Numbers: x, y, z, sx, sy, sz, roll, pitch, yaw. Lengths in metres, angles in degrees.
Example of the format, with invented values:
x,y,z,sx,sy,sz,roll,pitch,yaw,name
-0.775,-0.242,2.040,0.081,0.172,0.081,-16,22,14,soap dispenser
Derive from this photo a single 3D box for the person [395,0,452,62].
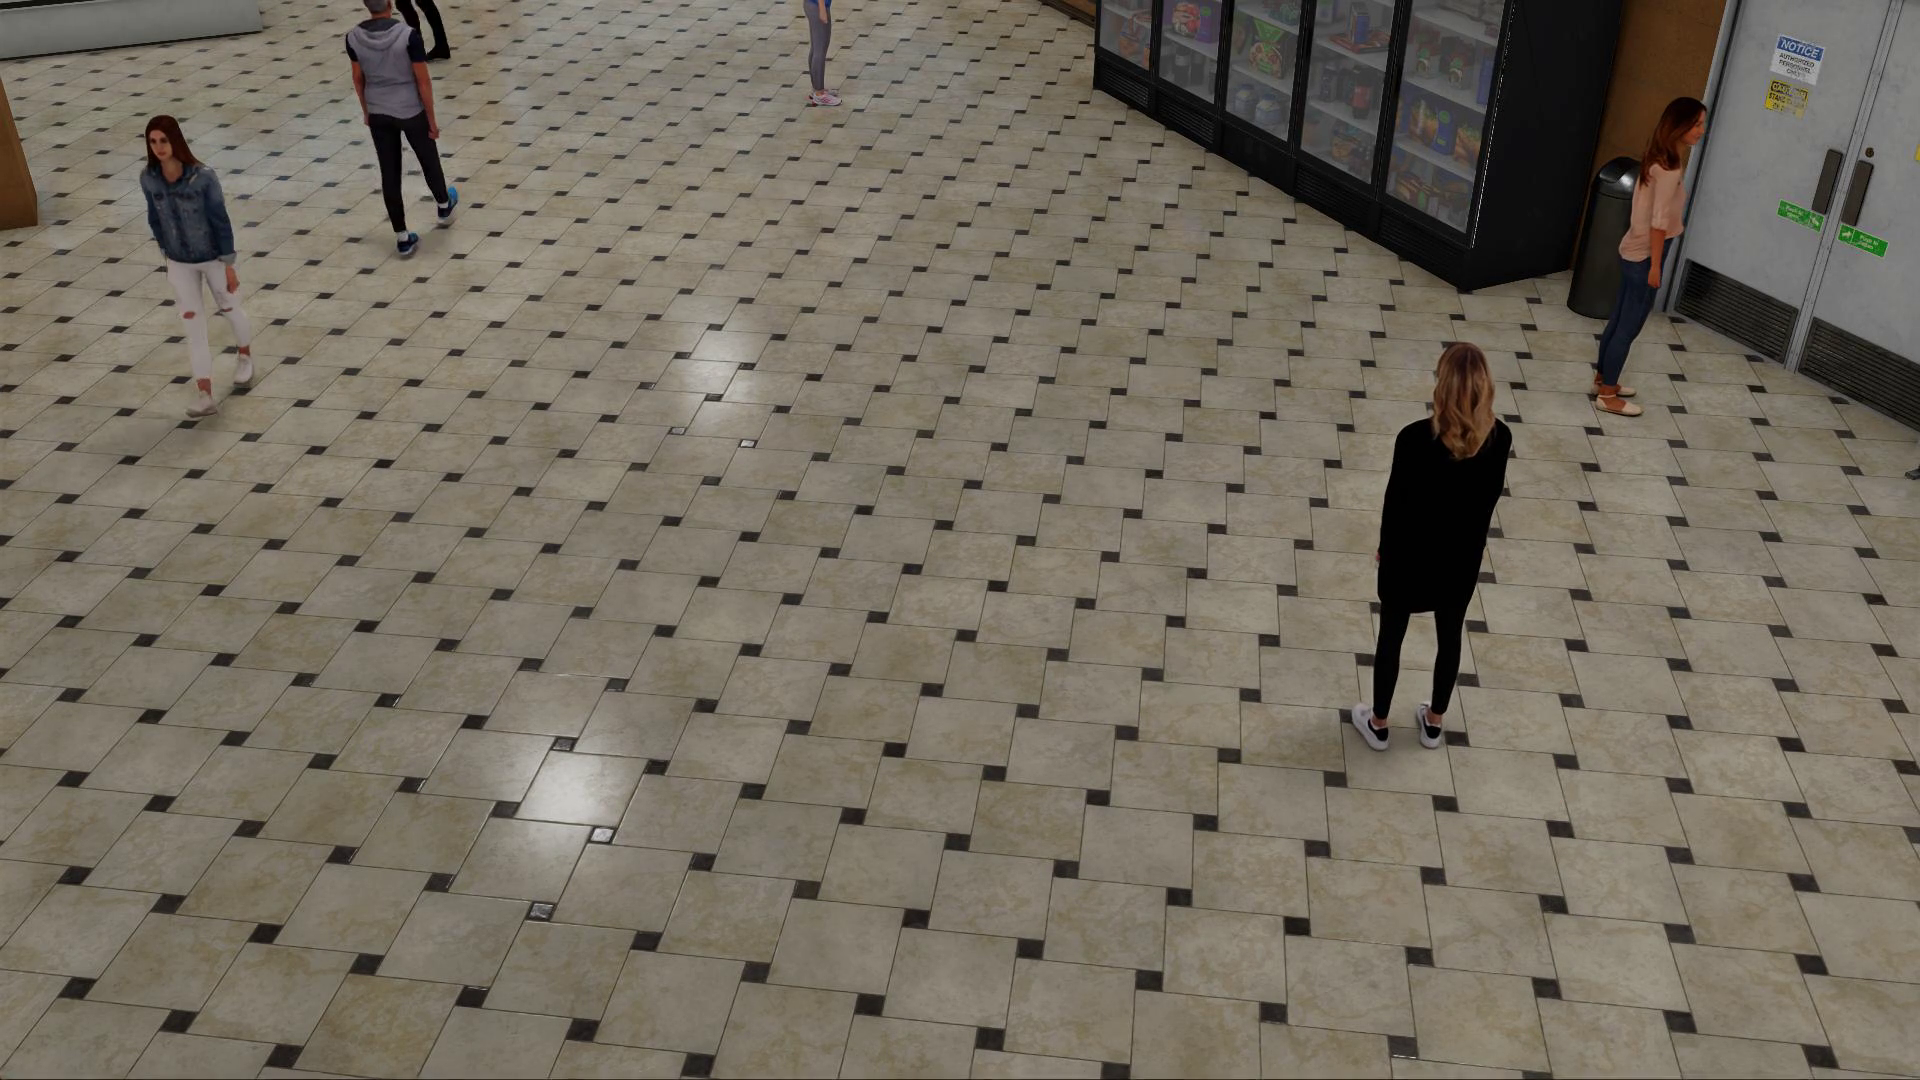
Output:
x,y,z,sx,sy,sz,roll,pitch,yaw,name
-4.907,-5.289,15.126,0.773,1.868,0.707,-15,35,-23,person

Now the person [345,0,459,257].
x,y,z,sx,sy,sz,roll,pitch,yaw,name
-3.816,-2.797,11.196,1.165,1.788,1.069,0,32,0,person

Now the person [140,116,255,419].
x,y,z,sx,sy,sz,roll,pitch,yaw,name
-4.239,-1.577,9.363,1.115,1.653,0.953,-2,32,-4,person

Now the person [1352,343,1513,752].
x,y,z,sx,sy,sz,roll,pitch,yaw,name
1.873,0.058,6.596,0.553,1.801,0.714,-3,32,-5,person

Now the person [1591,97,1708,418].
x,y,z,sx,sy,sz,roll,pitch,yaw,name
3.787,-1.574,9.229,0.714,1.790,0.671,8,33,12,person

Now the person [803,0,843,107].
x,y,z,sx,sy,sz,roll,pitch,yaw,name
-1.207,-4.538,14.163,0.622,1.610,0.617,-5,32,-8,person
